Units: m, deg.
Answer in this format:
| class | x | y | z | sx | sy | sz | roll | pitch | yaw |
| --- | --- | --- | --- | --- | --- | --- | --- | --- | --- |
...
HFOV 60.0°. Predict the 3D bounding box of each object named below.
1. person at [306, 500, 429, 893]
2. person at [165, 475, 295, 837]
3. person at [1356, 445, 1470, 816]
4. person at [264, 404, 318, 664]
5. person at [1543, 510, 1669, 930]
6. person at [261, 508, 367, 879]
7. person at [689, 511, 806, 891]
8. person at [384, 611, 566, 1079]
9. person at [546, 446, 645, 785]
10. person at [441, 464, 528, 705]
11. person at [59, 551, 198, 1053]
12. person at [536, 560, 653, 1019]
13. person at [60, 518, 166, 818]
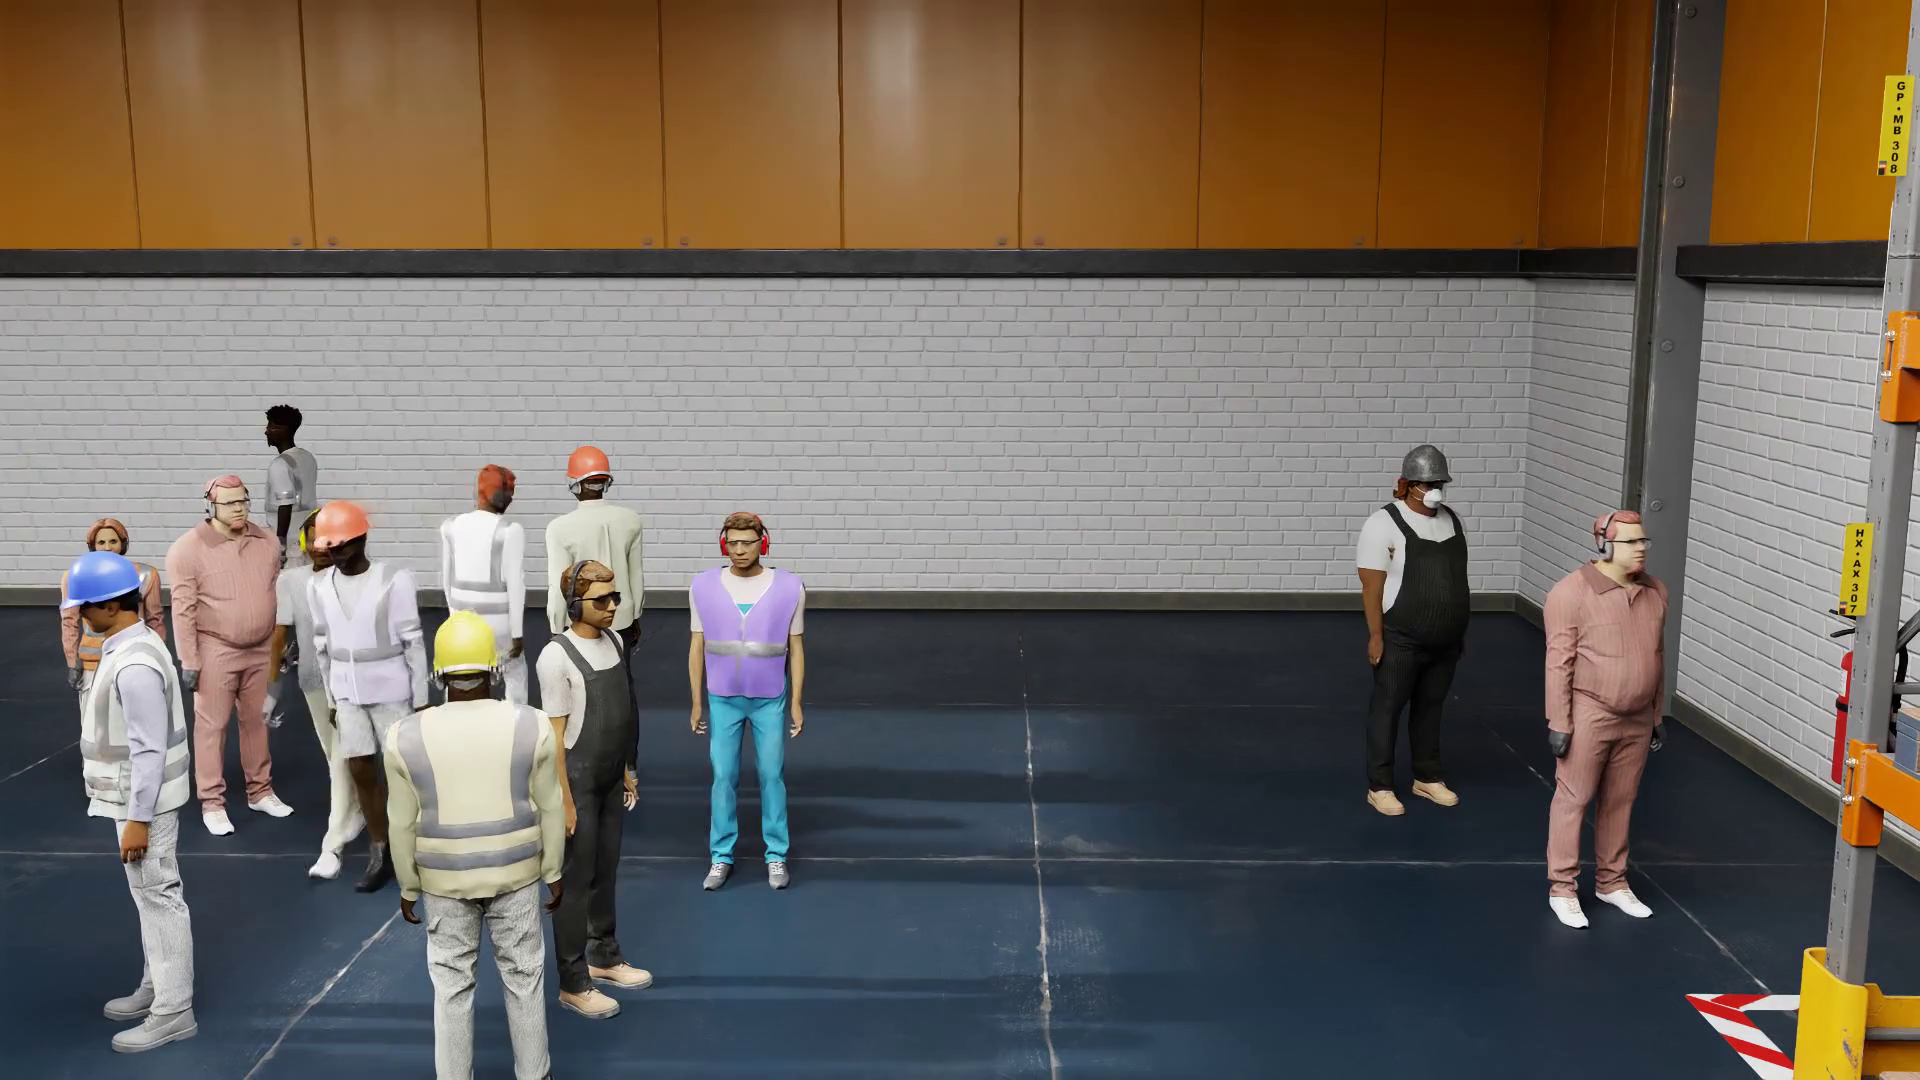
| class | x | y | z | sx | sy | sz | roll | pitch | yaw |
| --- | --- | --- | --- | --- | --- | --- | --- | --- | --- |
| person | -2.854 | 0.716 | 8.182 | 0.568 | 1.906 | 0.712 | 1 | 10 | 8 |
| person | -3.861 | 0.597 | 8.898 | 0.399 | 1.909 | 0.642 | 6 | 11 | 34 |
| person | 2.546 | 0.487 | 9.154 | 0.682 | 2.000 | 0.537 | -4 | 10 | -25 |
| person | -5.037 | -0.042 | 12.544 | 0.361 | 1.965 | 0.613 | 0 | 9 | -2 |
| person | 2.972 | 0.810 | 7.611 | 0.642 | 1.913 | 0.408 | -3 | 10 | -20 |
| person | -3.187 | 0.733 | 8.369 | 0.541 | 1.816 | 0.998 | 0 | 9 | -2 |
| person | -1.024 | 0.768 | 8.054 | 0.565 | 1.846 | 0.390 | 0 | 9 | -3 |
| person | -1.672 | 1.149 | 5.801 | 0.588 | 1.837 | 0.404 | -3 | 10 | -16 |
| person | -2.072 | 0.460 | 9.457 | 0.611 | 1.995 | 0.380 | -9 | 13 | -43 |
| person | -2.749 | 0.466 | 9.836 | 0.618 | 1.842 | 0.888 | 3 | 10 | 15 |
| person | -3.190 | 0.993 | 6.432 | 0.402 | 1.938 | 0.602 | -5 | 11 | -28 |
| person | -1.484 | 0.988 | 6.739 | 0.344 | 1.846 | 0.507 | 3 | 10 | 19 |
| person | -4.639 | 0.687 | 9.150 | 0.513 | 1.642 | 0.313 | -6 | 11 | -31 |
